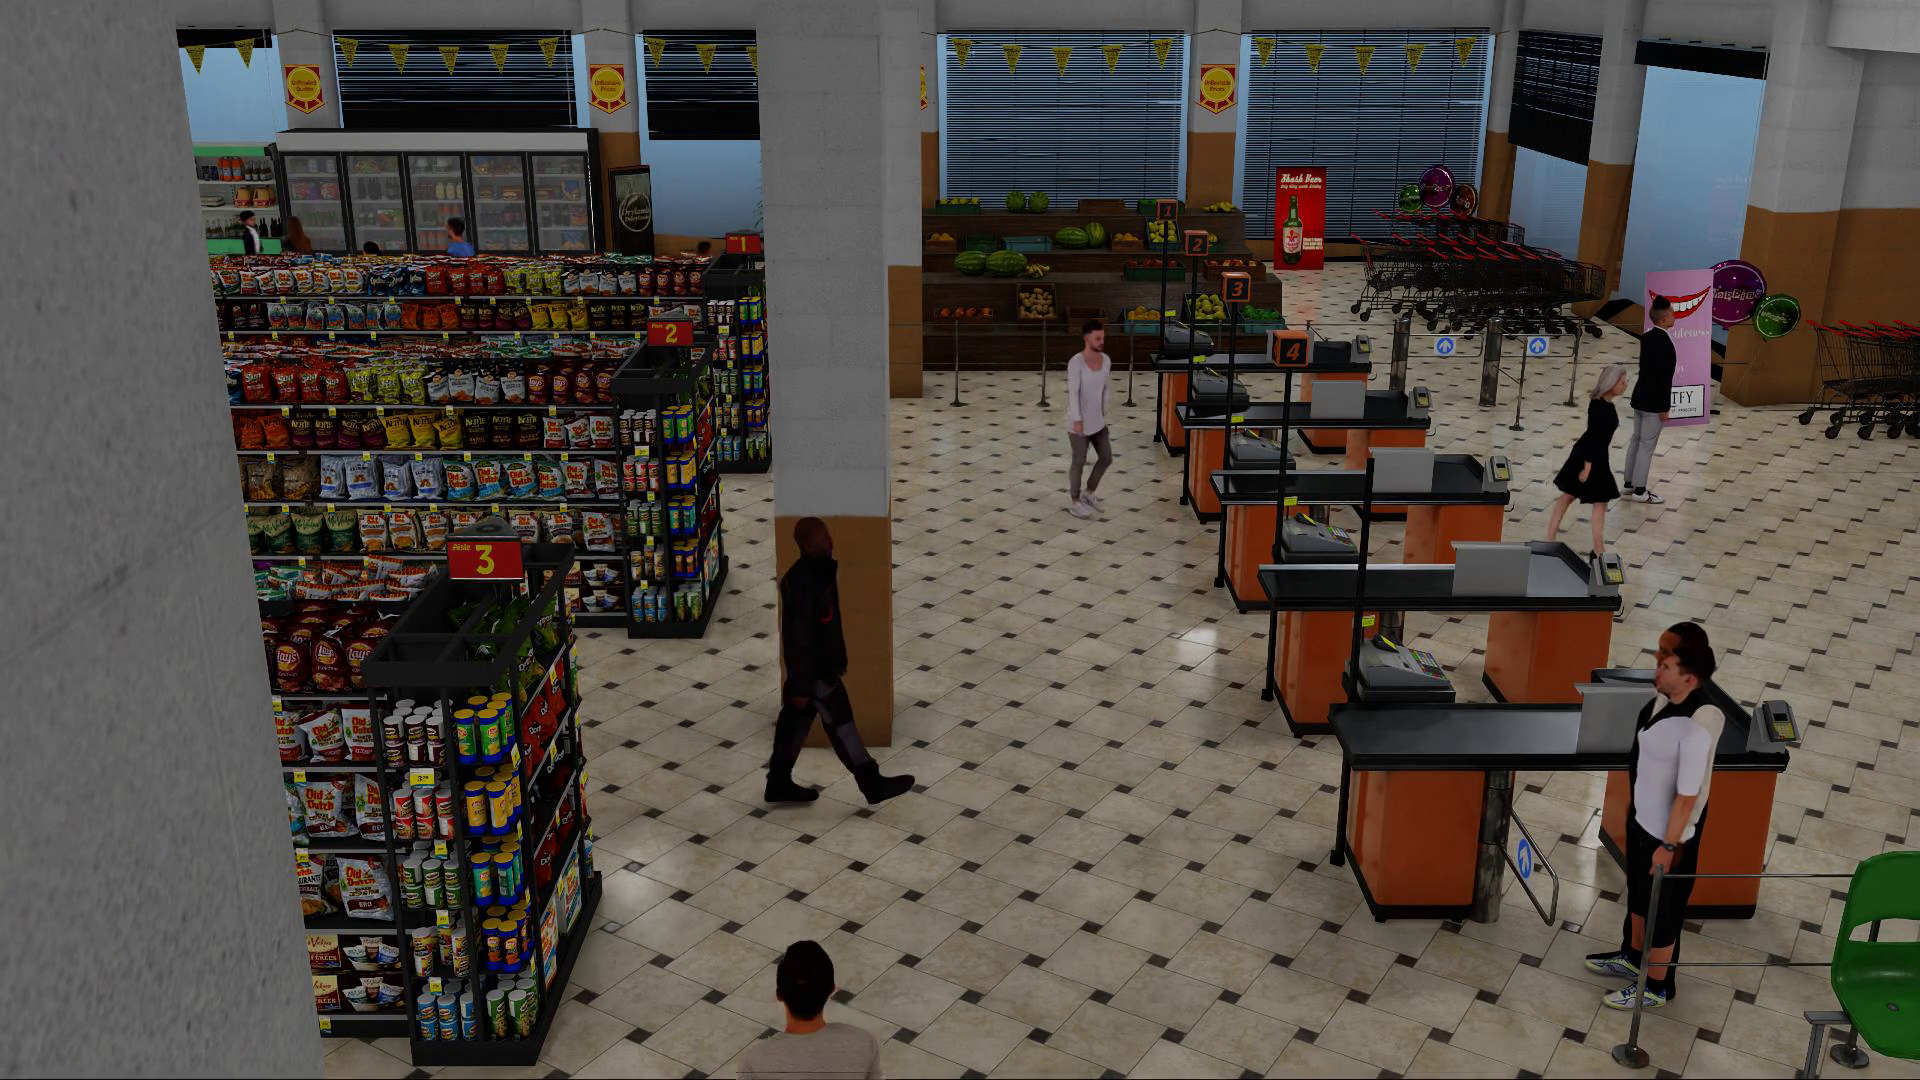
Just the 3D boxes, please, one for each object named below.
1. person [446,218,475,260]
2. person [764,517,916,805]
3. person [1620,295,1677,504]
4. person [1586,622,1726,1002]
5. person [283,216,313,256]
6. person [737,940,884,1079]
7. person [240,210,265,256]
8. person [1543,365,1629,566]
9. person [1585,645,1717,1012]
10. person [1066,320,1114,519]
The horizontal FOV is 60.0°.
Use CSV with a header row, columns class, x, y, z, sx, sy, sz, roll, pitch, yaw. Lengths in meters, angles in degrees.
class,x,y,z,sx,sy,sz,roll,pitch,yaw
person,-6.207,-3.098,20.945,1.003,1.845,0.815,6,19,17
person,-0.952,0.739,9.650,1.117,1.791,0.721,-1,19,-2
person,6.456,-1.332,15.543,0.567,1.950,0.687,0,19,0
person,3.339,1.276,7.857,0.553,1.919,0.678,0,19,0
person,-8.799,-3.482,22.325,0.915,1.691,0.837,12,22,32
person,-0.446,2.191,5.389,1.145,1.762,0.948,-5,19,-15
person,-11.291,-4.608,26.434,0.838,1.200,0.554,2,19,6
person,5.157,-0.607,13.768,0.925,1.710,0.749,5,19,14
person,3.297,1.325,7.817,0.594,1.851,0.691,2,19,6
person,1.094,-1.107,15.071,0.742,1.825,0.835,-13,22,-33
